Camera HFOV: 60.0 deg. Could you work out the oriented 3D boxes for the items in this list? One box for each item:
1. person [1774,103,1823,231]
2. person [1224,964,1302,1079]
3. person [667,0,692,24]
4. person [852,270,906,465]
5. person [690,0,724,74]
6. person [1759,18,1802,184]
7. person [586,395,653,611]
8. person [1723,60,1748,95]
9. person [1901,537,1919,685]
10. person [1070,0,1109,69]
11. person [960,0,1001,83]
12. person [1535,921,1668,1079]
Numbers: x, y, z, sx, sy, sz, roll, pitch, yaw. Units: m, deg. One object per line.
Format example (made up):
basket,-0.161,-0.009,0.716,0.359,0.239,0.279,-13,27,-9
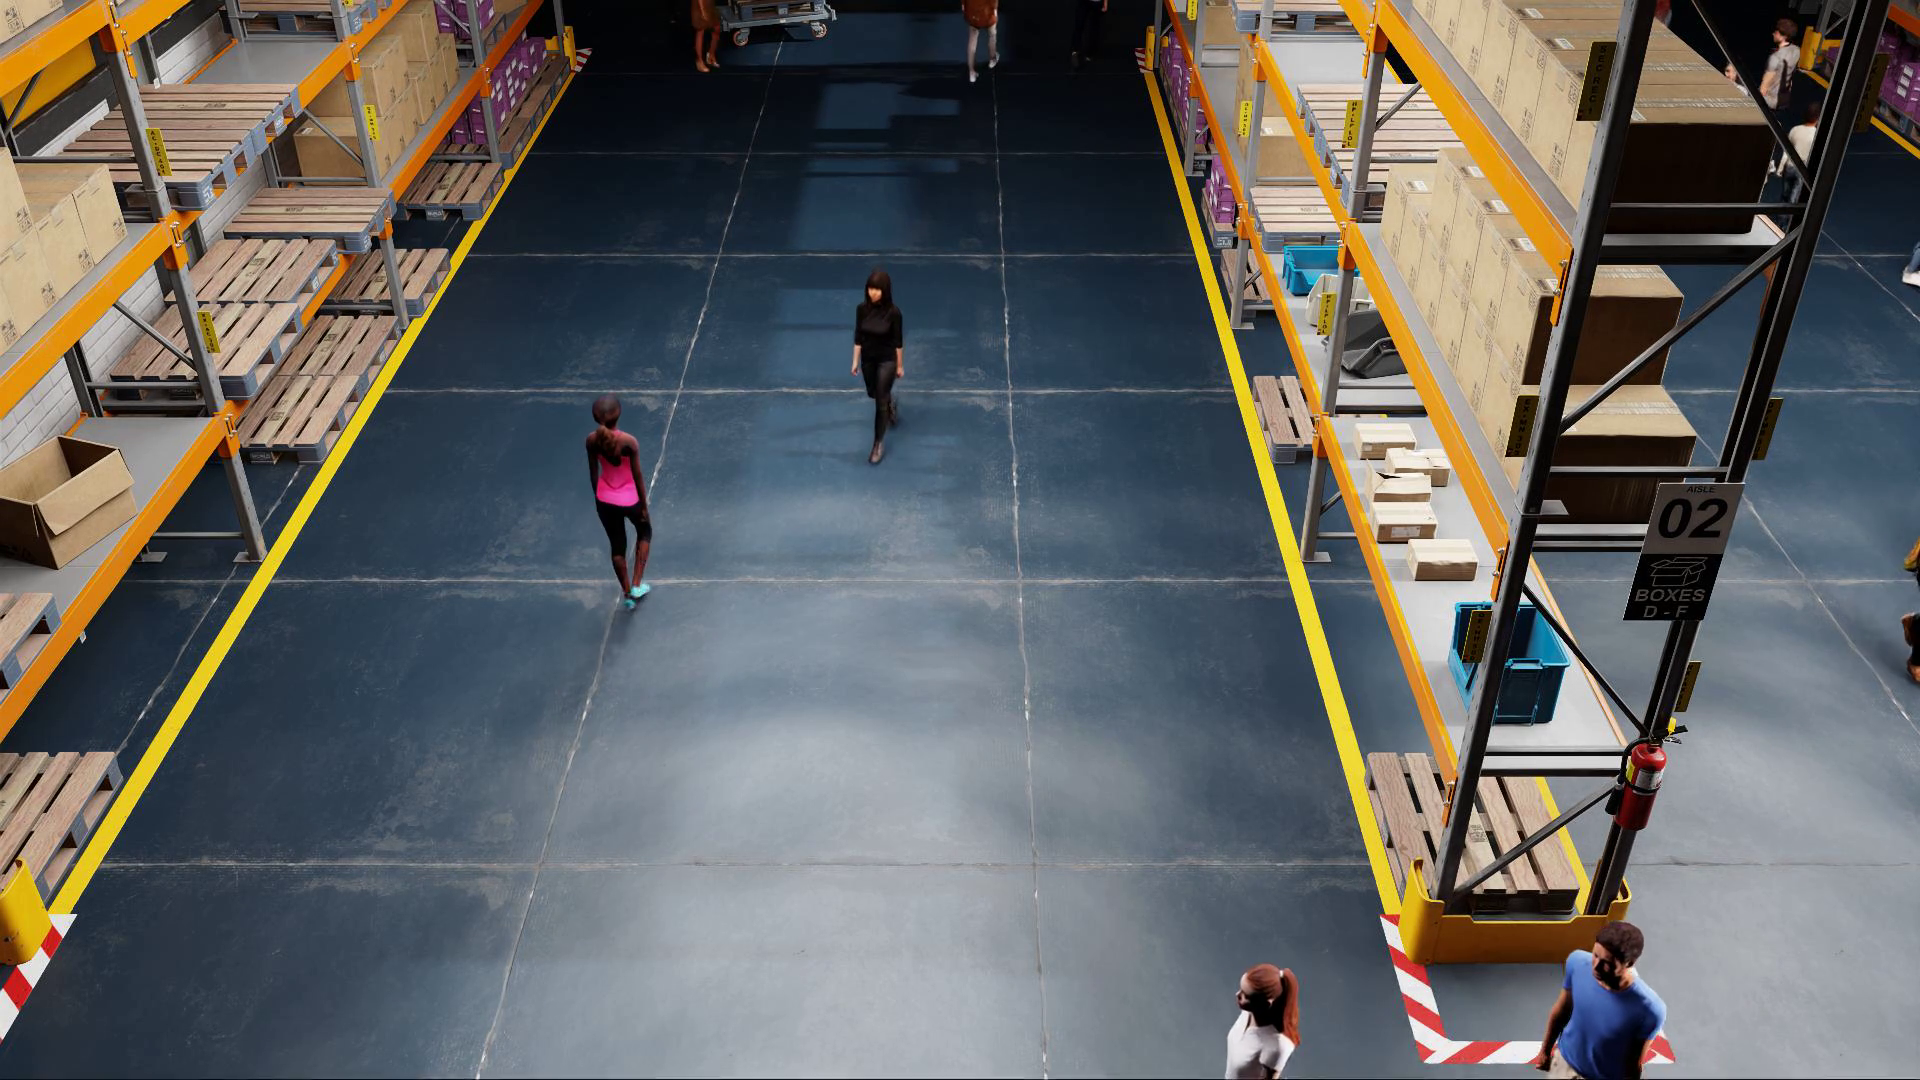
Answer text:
person,8.815,-3.857,17.545,0.956,1.443,1.027,29,43,36
person,1.449,2.597,7.606,0.748,1.697,1.126,-5,34,-7
person,-4.143,-8.436,24.042,0.808,1.877,0.903,6,34,9
person,-0.654,-1.517,13.863,0.802,1.621,1.095,11,35,15
person,-3.498,-7.088,22.197,0.743,1.675,0.657,15,37,22
person,9.234,-4.900,18.725,0.814,1.874,0.850,-21,39,-28
person,-2.439,-0.217,11.825,0.608,1.713,0.622,4,34,6
person,8.177,-4.365,18.020,0.736,1.764,0.816,15,36,21
person,6.655,0.216,11.237,0.786,1.643,0.870,-6,34,-9
person,1.718,-7.238,22.310,0.966,1.799,1.207,10,35,15
person,0.237,-6.911,21.824,0.910,1.793,1.175,9,35,13
person,2.988,2.419,7.735,0.893,1.851,0.832,-23,40,-31
